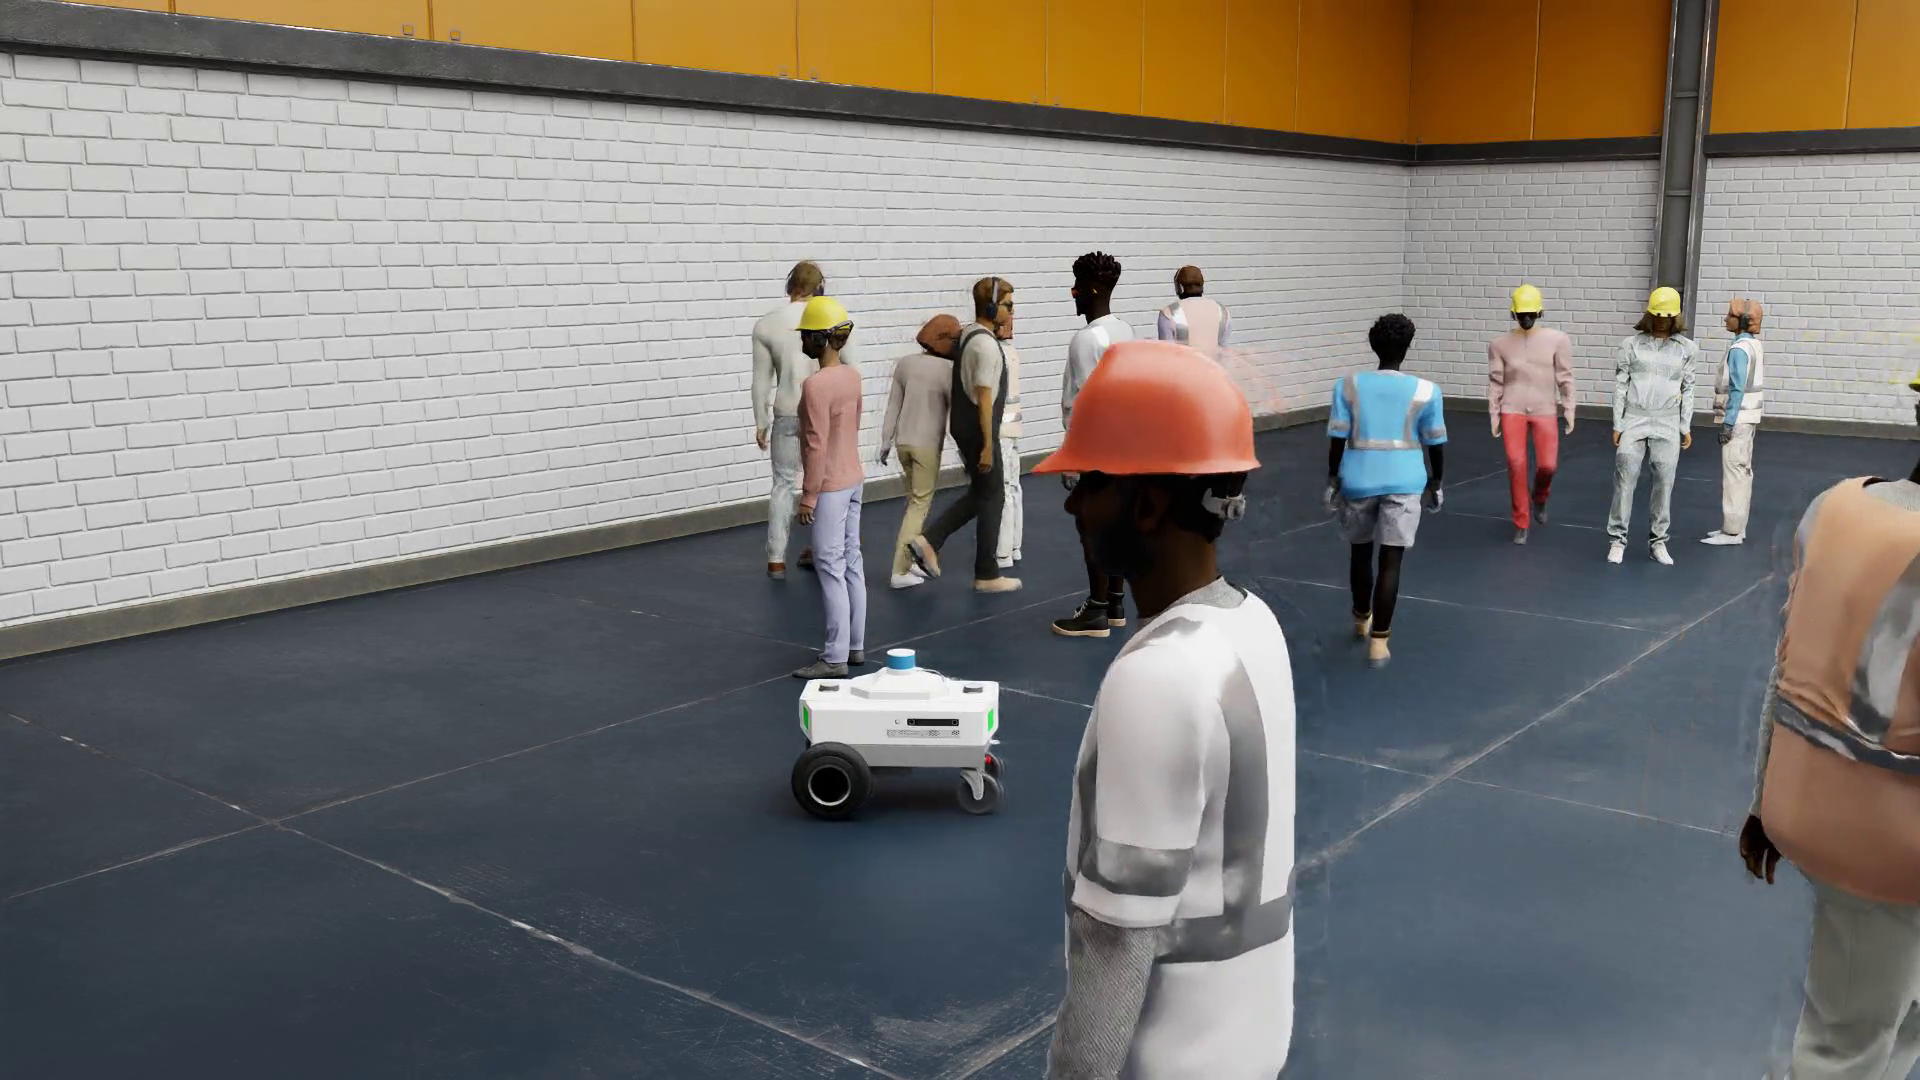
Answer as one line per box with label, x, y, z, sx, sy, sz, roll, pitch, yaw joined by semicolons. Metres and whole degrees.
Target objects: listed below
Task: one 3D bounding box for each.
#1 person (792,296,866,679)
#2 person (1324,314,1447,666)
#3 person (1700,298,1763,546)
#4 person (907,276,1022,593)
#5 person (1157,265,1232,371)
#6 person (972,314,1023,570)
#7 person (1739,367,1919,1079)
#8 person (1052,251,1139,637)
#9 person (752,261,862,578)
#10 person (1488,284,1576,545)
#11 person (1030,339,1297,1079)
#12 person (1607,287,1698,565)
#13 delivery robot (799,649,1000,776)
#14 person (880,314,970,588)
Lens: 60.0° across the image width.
person;-0.613;-0.237;7.706;0.315;1.768;0.526;3;11;17
person;2.086;-0.265;8.116;0.555;1.658;0.803;4;11;21
person;5.159;-0.780;11.051;0.307;1.645;0.519;7;12;33
person;0.058;-0.581;9.452;0.566;1.824;0.536;-3;11;-16
person;1.695;-1.109;12.347;0.621;1.838;0.429;-5;11;-25
person;0.232;-0.634;10.253;0.313;1.639;0.517;3;11;18
person;1.703;0.544;2.995;0.556;1.896;0.631;0;10;2
person;0.698;-0.486;8.532;0.368;1.966;0.603;5;11;27
person;-0.928;-0.728;10.096;0.663;1.892;0.574;-1;10;-4
person;3.826;-0.849;11.180;0.571;1.730;0.620;3;11;18
person;0.348;0.676;2.285;0.962;1.900;0.550;3;11;16
person;4.321;-0.704;10.377;0.483;1.735;0.313;2;10;11
delivery robot;-0.209;0.634;5.973;0.707;0.478;0.477;0;10;2
person;-0.217;-0.517;9.720;0.529;1.588;0.502;9;14;41
